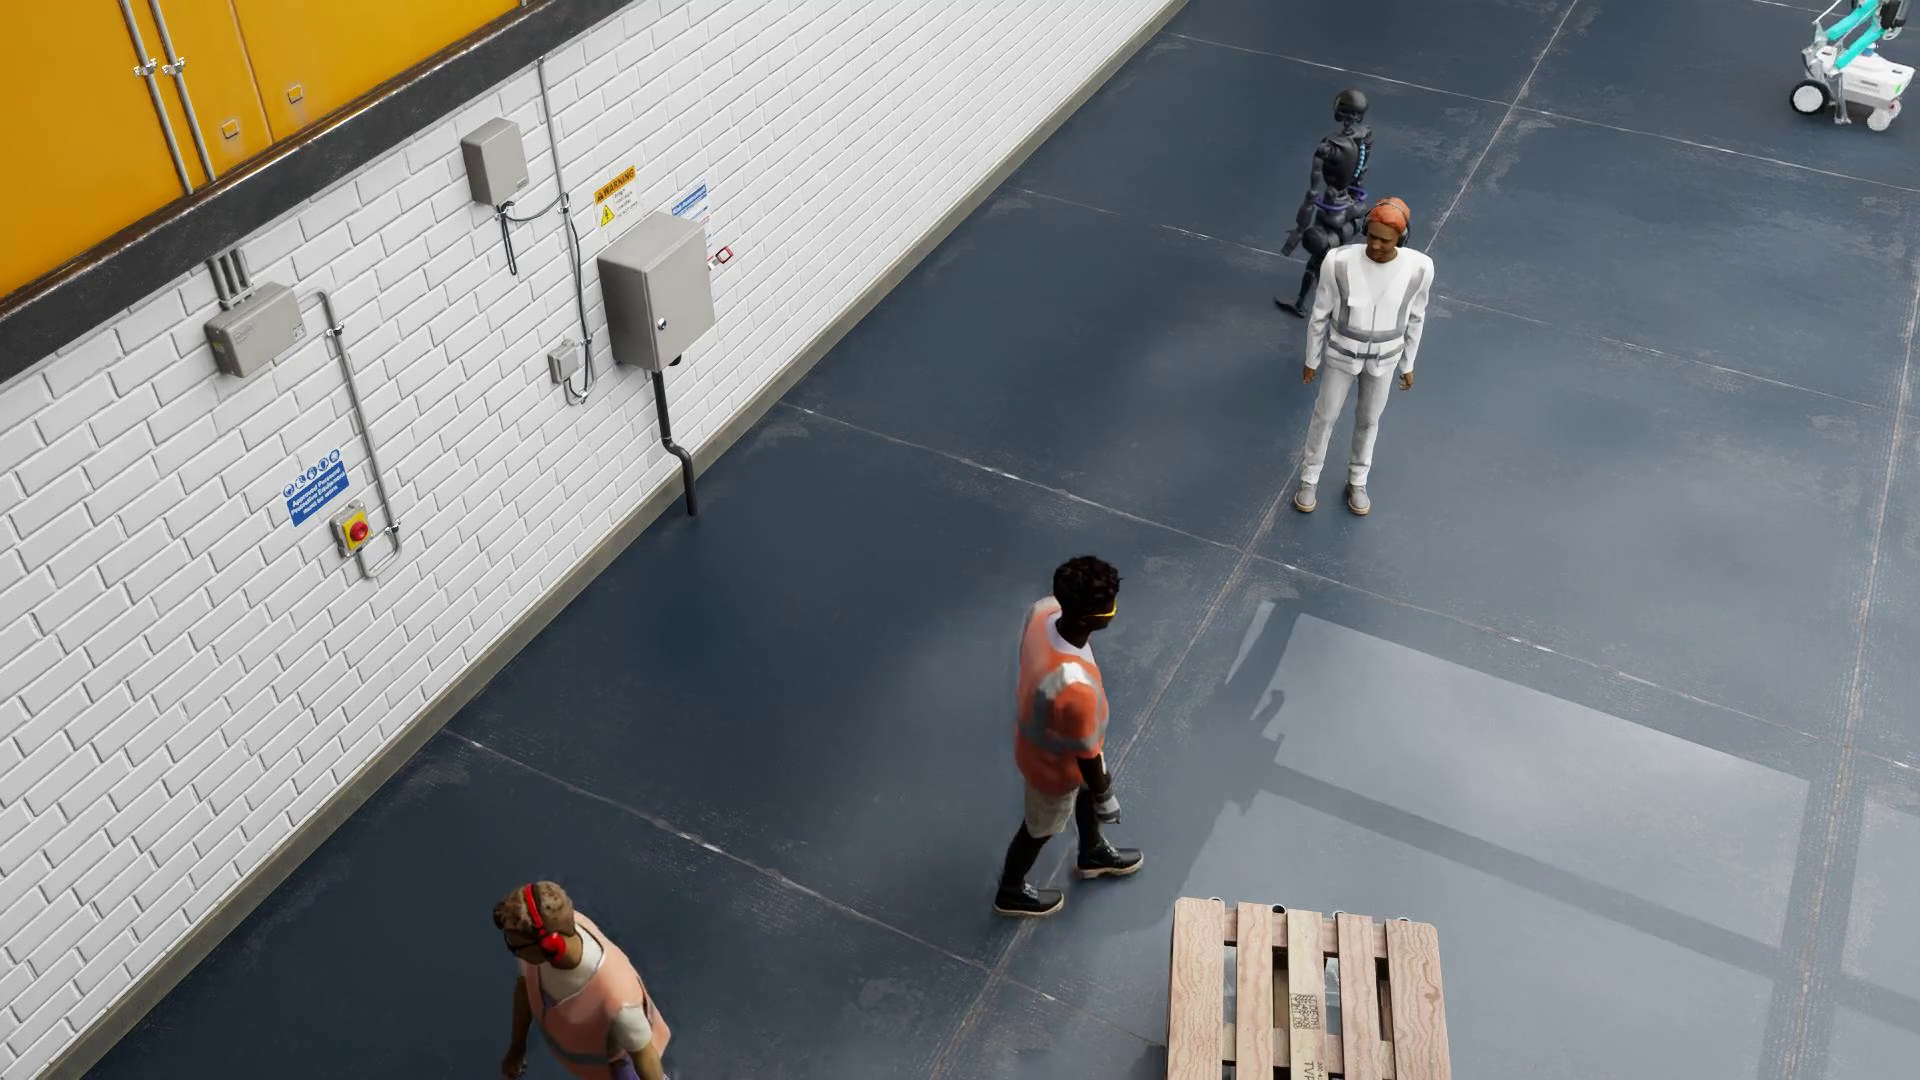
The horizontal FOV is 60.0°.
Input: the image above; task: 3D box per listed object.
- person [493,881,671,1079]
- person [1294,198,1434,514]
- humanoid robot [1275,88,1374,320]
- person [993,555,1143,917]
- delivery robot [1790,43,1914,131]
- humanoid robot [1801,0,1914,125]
[{"bbox_3d":[-1.289,1.795,5.587,0.922,1.793,0.575,-30,49,-30],"label":"person"},{"bbox_3d":[2.093,-0.944,8.696,0.582,1.881,0.340,4,41,4],"label":"person"},{"bbox_3d":[2.252,-1.922,10.038,0.601,1.647,0.788,-29,49,-30],"label":"humanoid robot"},{"bbox_3d":[0.505,0.825,6.603,0.818,1.935,0.604,-2,41,-3],"label":"person"},{"bbox_3d":[6.794,-3.491,12.681,0.811,0.613,0.499,27,48,28],"label":"delivery robot"},{"bbox_3d":[6.603,-3.881,12.219,0.722,1.794,0.536,-9,42,-10],"label":"humanoid robot"}]
